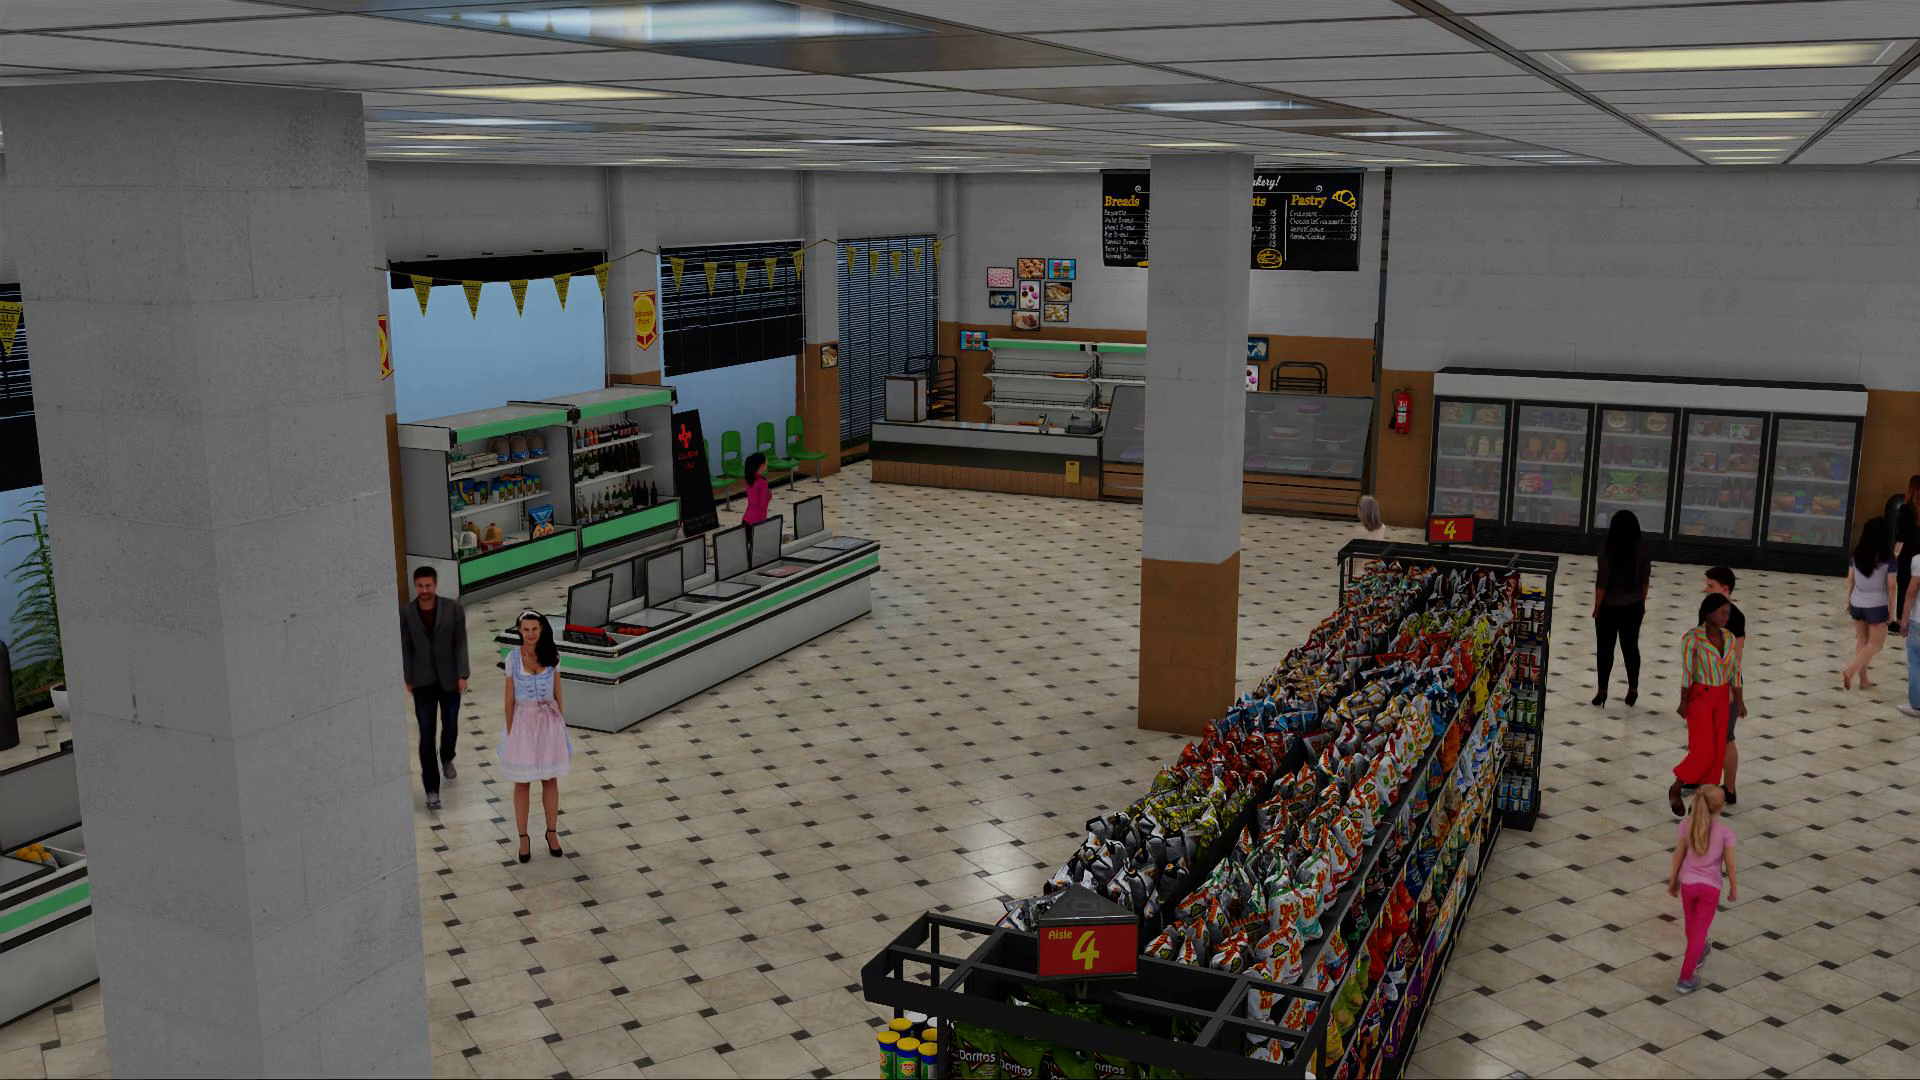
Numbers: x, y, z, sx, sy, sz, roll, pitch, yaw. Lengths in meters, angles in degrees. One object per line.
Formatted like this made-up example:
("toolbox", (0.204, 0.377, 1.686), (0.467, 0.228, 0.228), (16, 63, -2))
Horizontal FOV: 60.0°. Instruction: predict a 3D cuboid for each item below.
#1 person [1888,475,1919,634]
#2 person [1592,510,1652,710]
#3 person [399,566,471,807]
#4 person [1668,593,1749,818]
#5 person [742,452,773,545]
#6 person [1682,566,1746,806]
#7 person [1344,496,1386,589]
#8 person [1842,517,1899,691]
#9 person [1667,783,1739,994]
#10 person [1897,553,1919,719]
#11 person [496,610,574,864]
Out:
("person", (10.247, 0.145, 17.898), (0.672, 1.713, 0.720), (-4, 12, -16))
("person", (6.061, 0.636, 15.265), (0.733, 1.838, 0.733), (0, 12, 1))
("person", (-4.109, 1.104, 13.078), (1.210, 1.823, 1.253), (-4, 13, -20))
("person", (5.552, 1.259, 12.454), (0.768, 1.777, 0.829), (-2, 12, -11))
("person", (-2.467, -0.160, 19.492), (0.828, 1.654, 1.183), (11, 16, 43))
("person", (5.927, 1.116, 12.954), (0.812, 1.851, 0.712), (-2, 12, -10))
("person", (4.085, 0.453, 16.482), (1.163, 1.695, 0.988), (-10, 15, -39))
("person", (8.509, 0.636, 15.631), (1.036, 1.687, 0.888), (-8, 14, -34))
("person", (4.369, 2.072, 9.867), (0.878, 1.251, 0.674), (-11, 16, -43))
("person", (8.648, 0.740, 14.782), (0.809, 1.834, 0.811), (3, 12, 15))
("person", (-3.013, 1.377, 11.795), (0.855, 1.818, 0.918), (-5, 13, -23))
